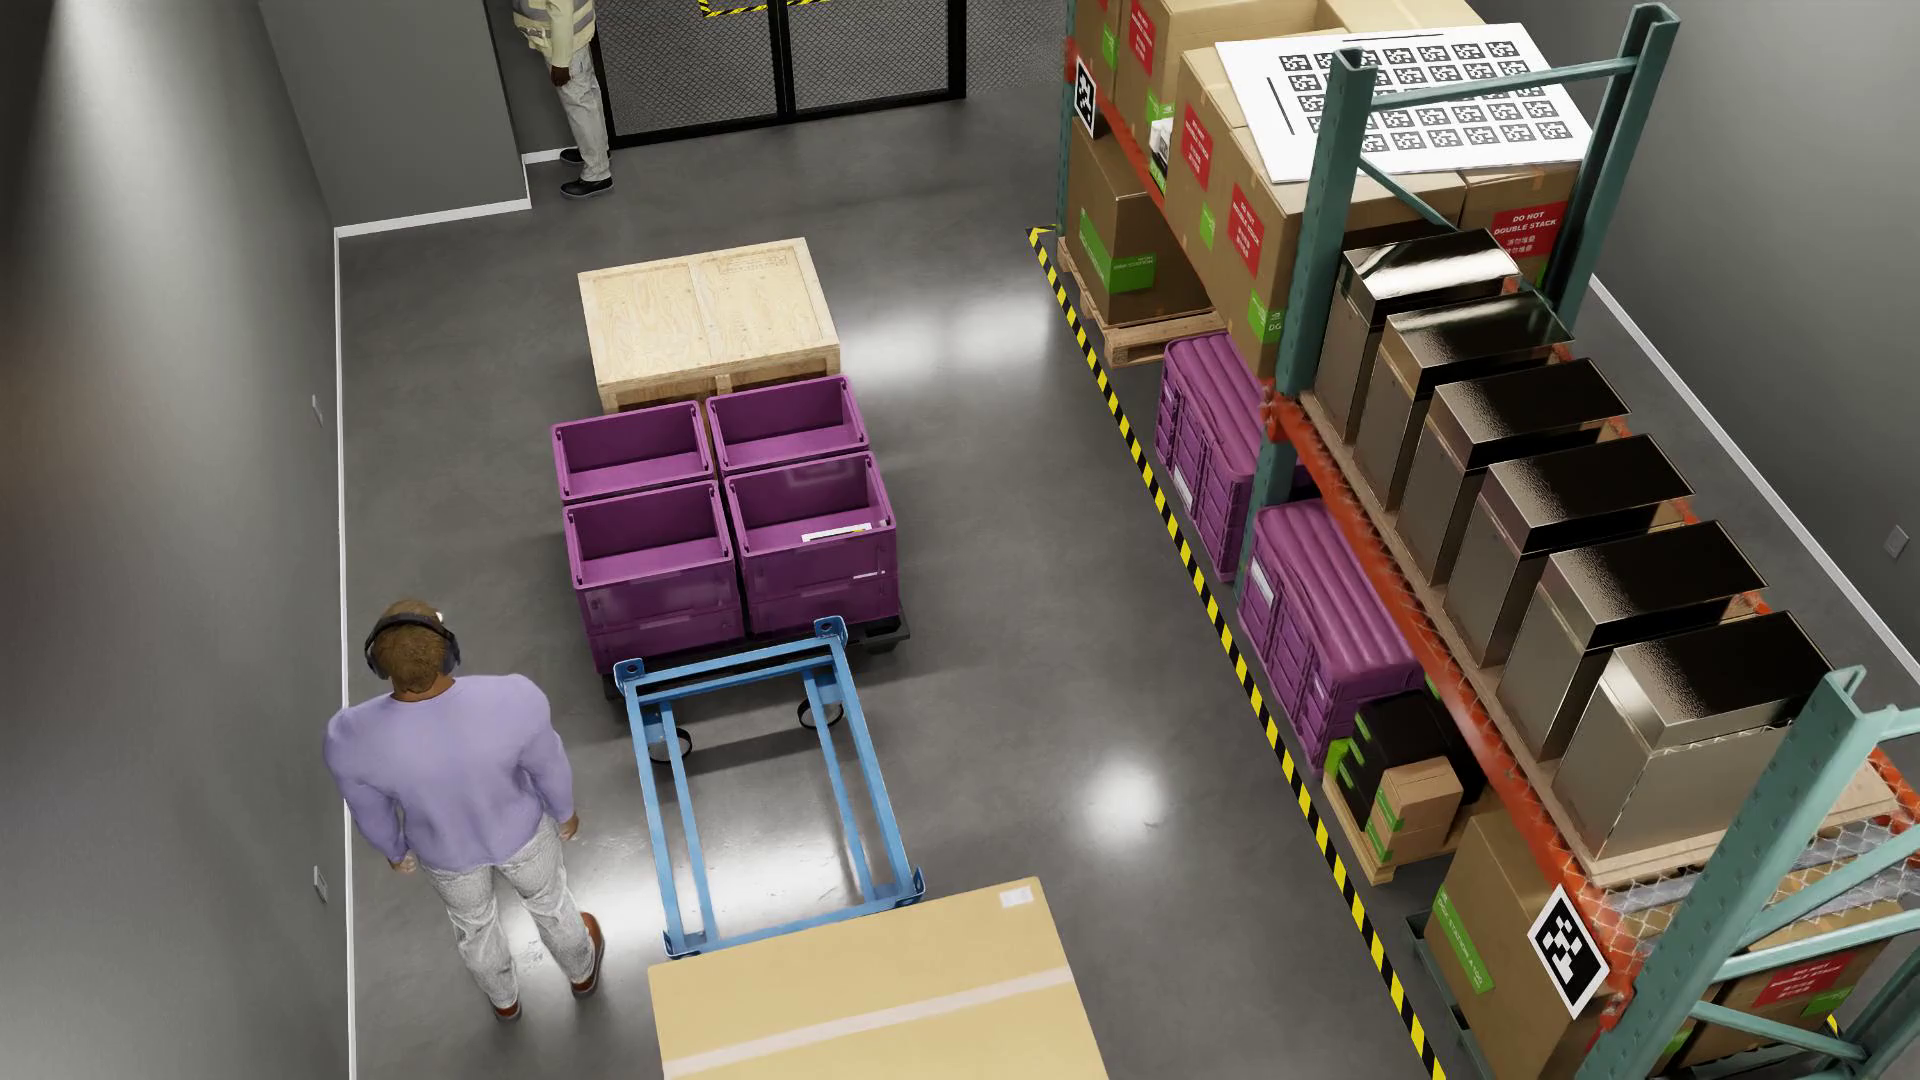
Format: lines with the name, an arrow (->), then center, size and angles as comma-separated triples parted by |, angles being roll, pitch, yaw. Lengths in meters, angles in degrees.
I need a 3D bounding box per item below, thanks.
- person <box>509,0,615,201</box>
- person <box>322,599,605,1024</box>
person -> -2.012, -2.558, 8.307 | 0.403, 1.830, 0.599 | -6, 48, -5
person -> -1.476, 0.875, 5.083 | 0.629, 1.939, 0.374 | -12, 49, -11
